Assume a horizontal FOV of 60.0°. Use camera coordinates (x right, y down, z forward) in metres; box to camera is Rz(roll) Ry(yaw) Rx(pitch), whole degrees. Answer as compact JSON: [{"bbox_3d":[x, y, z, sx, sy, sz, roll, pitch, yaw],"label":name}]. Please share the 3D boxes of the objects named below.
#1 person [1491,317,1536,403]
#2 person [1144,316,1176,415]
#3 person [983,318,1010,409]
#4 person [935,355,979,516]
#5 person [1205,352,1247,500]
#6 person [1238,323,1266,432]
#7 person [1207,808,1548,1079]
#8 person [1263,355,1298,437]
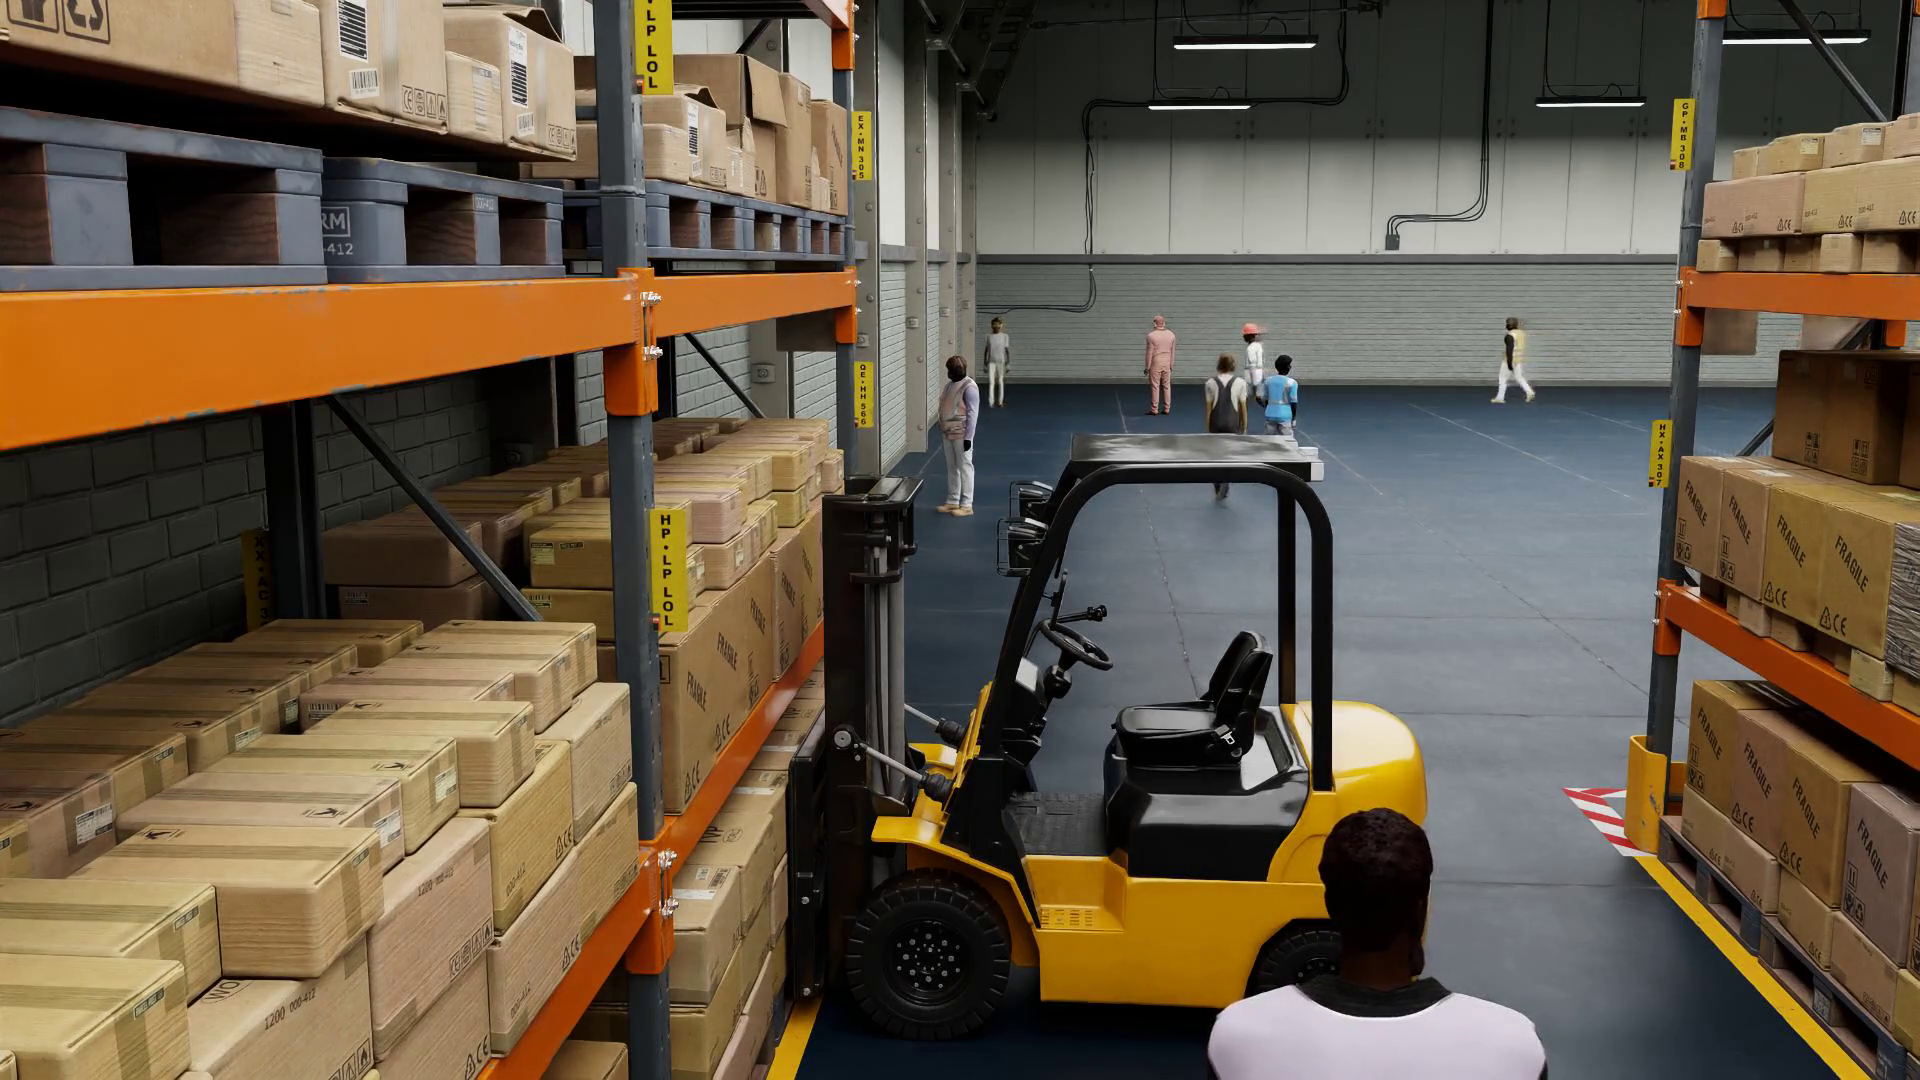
[{"bbox_3d":[11.546,-3.736,34.582,0.623,1.814,0.829,-9,13,-43],"label":"person"},{"bbox_3d":[3.804,-3.333,31.867,0.638,1.902,0.407,-5,11,-28],"label":"person"},{"bbox_3d":[0.740,-3.559,33.460,0.564,1.850,0.790,1,9,5],"label":"person"},{"bbox_3d":[-0.035,-1.200,19.124,0.429,1.841,0.625,-6,11,-30],"label":"person"},{"bbox_3d":[3.211,-1.365,20.165,0.517,1.827,0.627,2,10,13],"label":"person"},{"bbox_3d":[5.063,-2.769,28.499,0.983,1.897,0.547,5,10,26],"label":"person"},{"bbox_3d":[0.727,1.426,2.984,0.589,1.915,0.398,1,9,6],"label":"person"},{"bbox_3d":[4.245,-1.605,22.033,0.529,1.691,0.320,9,13,43],"label":"person"}]
